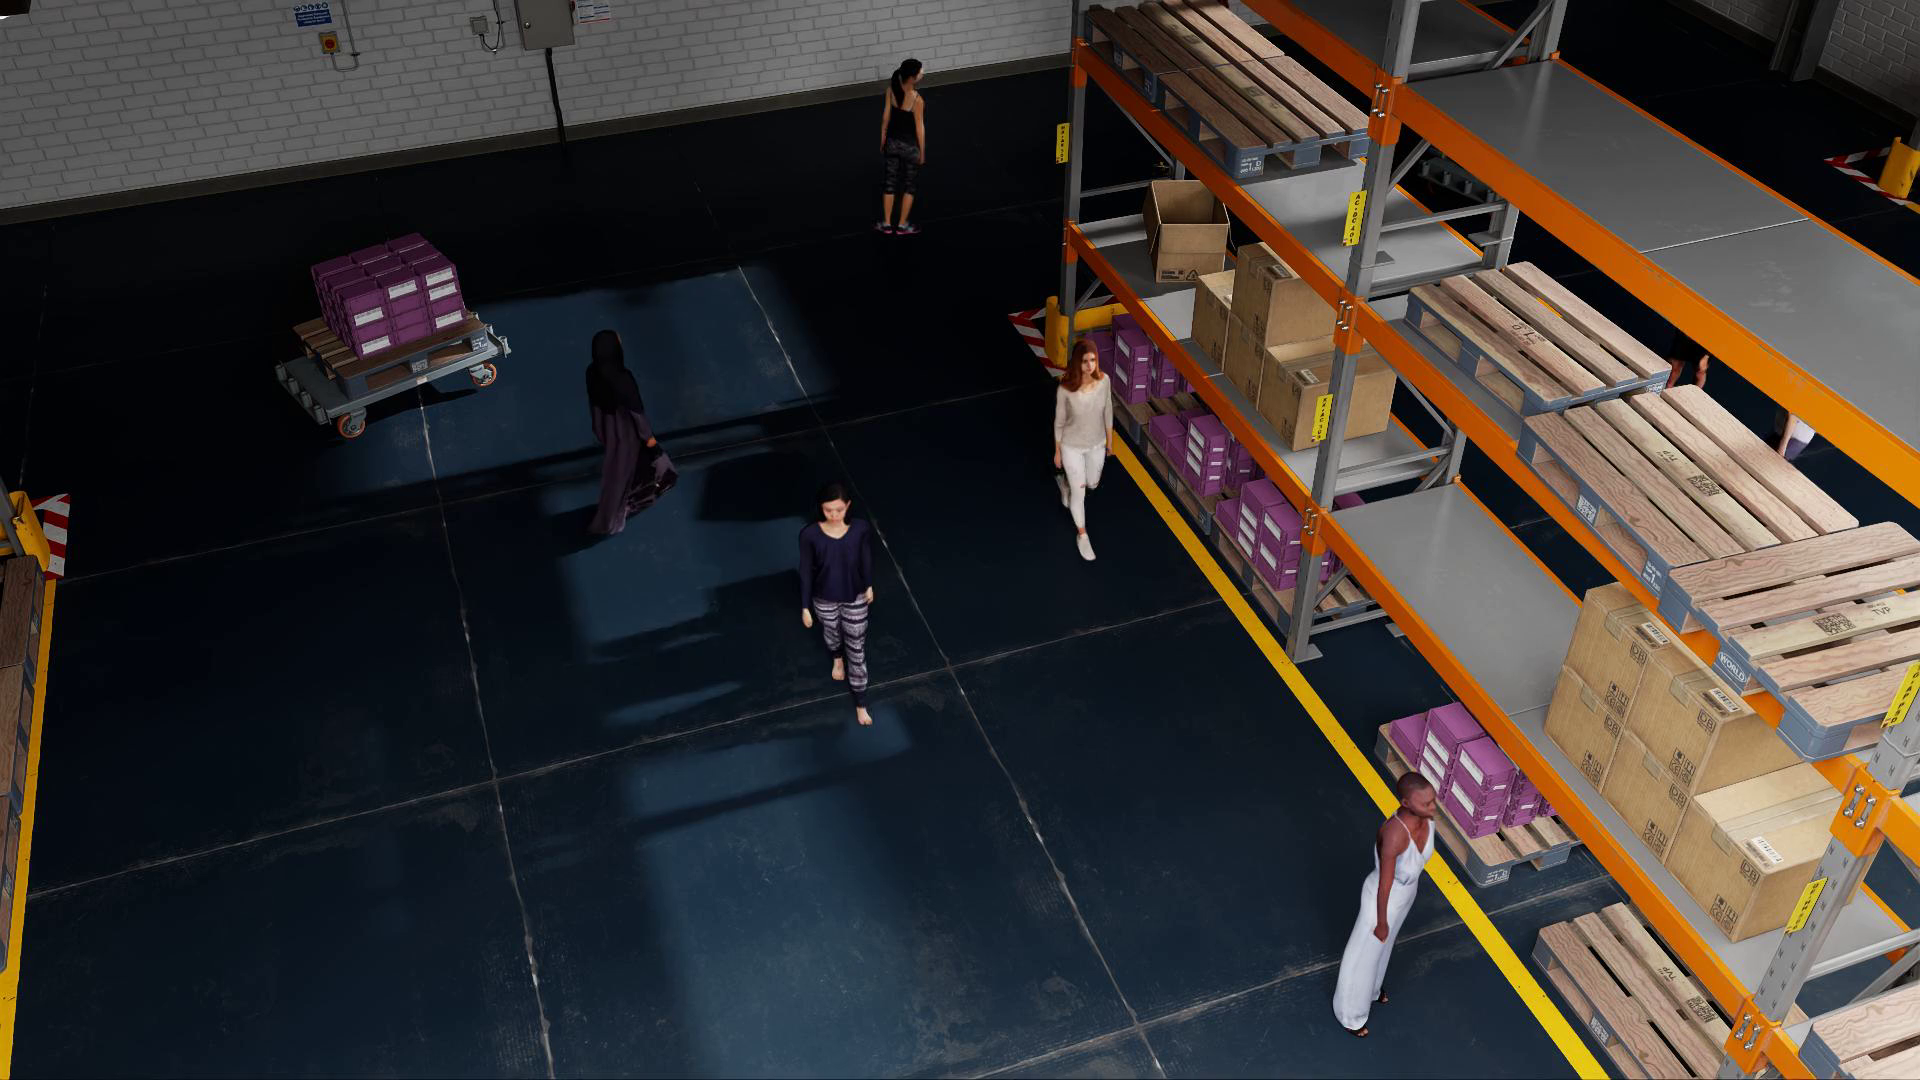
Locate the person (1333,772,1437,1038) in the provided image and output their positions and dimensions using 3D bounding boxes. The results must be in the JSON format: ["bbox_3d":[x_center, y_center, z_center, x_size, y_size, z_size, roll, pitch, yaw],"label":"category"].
[{"bbox_3d":[2.175,1.831,8.476,0.656,1.783,0.649,26,45,29],"label":"person"}]

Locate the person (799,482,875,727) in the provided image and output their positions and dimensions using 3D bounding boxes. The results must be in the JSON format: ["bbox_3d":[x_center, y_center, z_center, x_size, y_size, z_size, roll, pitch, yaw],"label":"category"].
[{"bbox_3d":[-0.776,0.276,10.493,0.742,1.696,1.057,-7,39,-8],"label":"person"}]

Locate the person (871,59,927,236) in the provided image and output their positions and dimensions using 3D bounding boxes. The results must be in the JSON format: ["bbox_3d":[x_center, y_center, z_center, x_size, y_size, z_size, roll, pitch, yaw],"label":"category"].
[{"bbox_3d":[-0.597,-3.612,15.353,0.744,1.707,0.835,11,40,13],"label":"person"}]

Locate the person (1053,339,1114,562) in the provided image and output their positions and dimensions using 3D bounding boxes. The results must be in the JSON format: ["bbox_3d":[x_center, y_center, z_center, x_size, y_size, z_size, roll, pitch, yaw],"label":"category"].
[{"bbox_3d":[0.839,-0.717,11.738,0.609,1.694,0.974,-13,40,-16],"label":"person"}]

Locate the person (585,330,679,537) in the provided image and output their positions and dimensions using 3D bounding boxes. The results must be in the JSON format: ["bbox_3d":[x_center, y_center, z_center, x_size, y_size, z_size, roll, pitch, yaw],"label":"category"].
[{"bbox_3d":[-2.481,-0.754,11.857,1.147,1.604,1.030,28,46,30],"label":"person"}]
